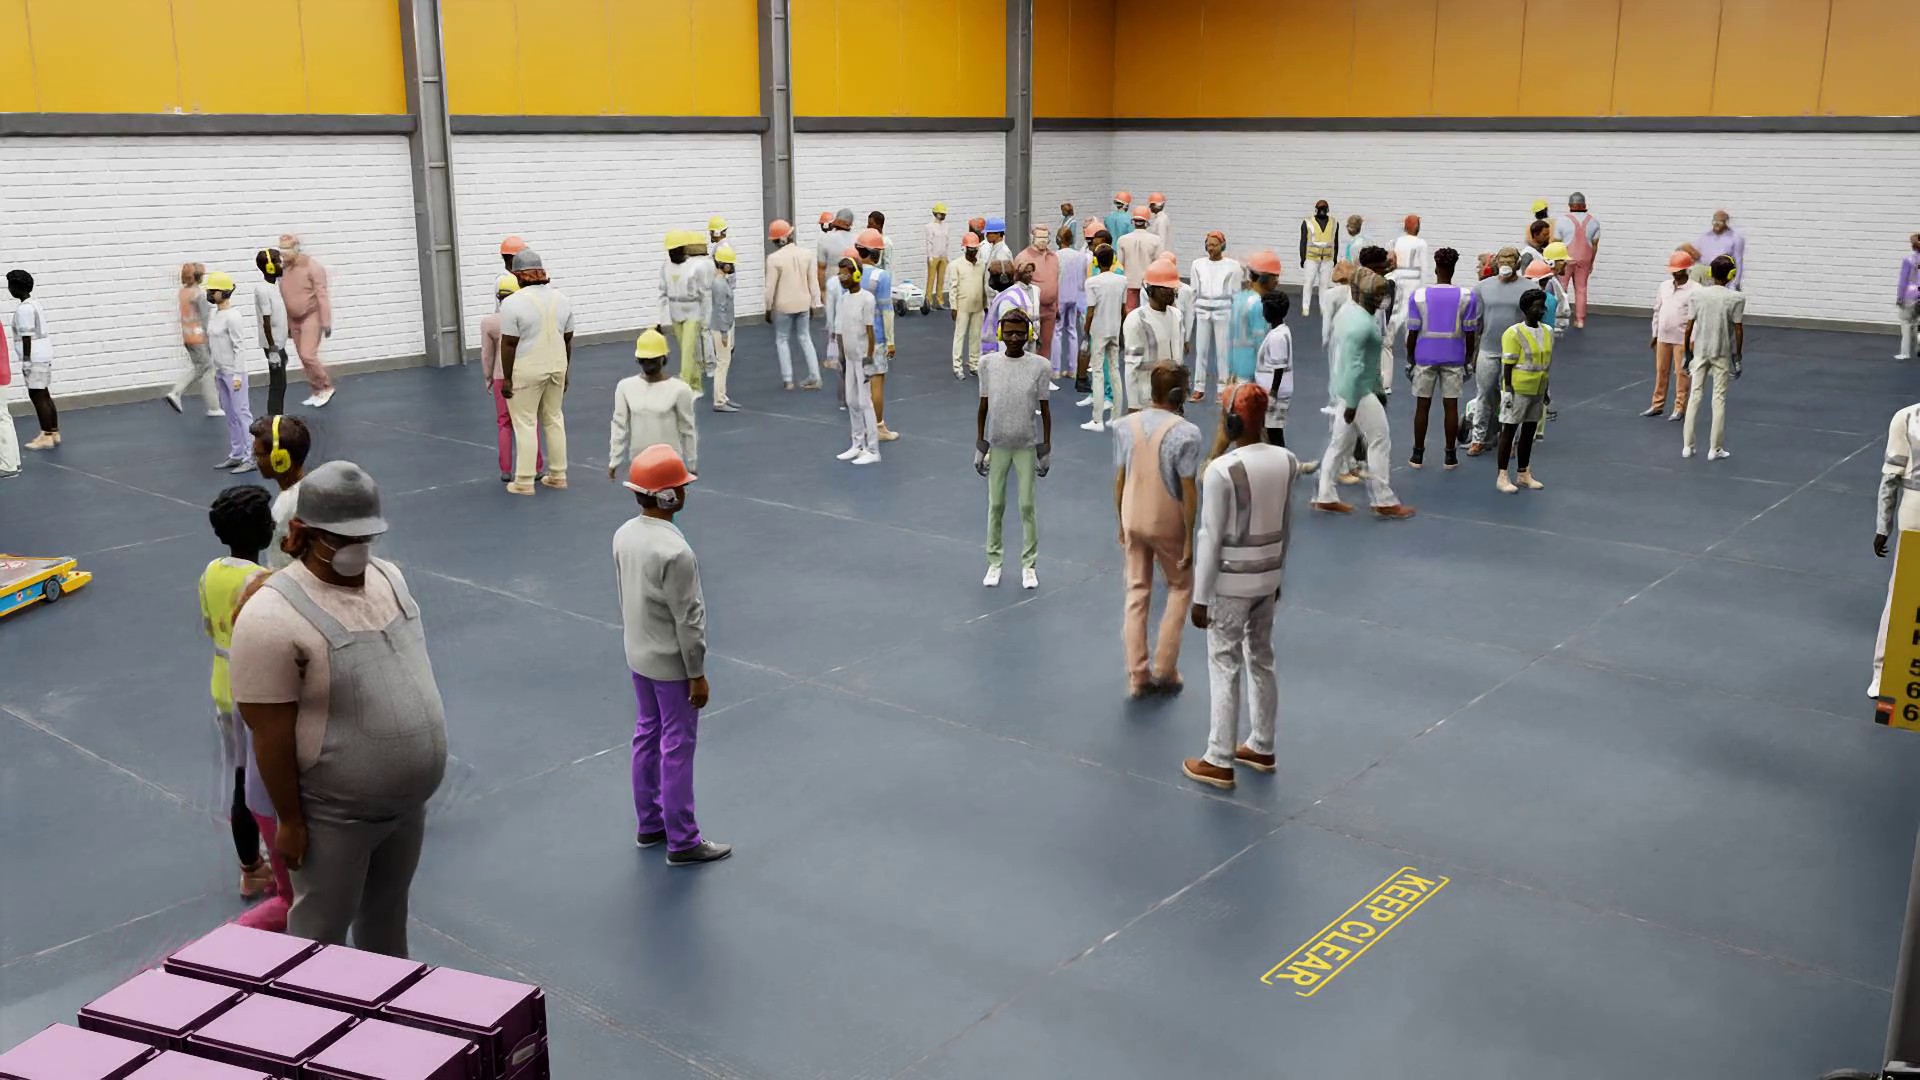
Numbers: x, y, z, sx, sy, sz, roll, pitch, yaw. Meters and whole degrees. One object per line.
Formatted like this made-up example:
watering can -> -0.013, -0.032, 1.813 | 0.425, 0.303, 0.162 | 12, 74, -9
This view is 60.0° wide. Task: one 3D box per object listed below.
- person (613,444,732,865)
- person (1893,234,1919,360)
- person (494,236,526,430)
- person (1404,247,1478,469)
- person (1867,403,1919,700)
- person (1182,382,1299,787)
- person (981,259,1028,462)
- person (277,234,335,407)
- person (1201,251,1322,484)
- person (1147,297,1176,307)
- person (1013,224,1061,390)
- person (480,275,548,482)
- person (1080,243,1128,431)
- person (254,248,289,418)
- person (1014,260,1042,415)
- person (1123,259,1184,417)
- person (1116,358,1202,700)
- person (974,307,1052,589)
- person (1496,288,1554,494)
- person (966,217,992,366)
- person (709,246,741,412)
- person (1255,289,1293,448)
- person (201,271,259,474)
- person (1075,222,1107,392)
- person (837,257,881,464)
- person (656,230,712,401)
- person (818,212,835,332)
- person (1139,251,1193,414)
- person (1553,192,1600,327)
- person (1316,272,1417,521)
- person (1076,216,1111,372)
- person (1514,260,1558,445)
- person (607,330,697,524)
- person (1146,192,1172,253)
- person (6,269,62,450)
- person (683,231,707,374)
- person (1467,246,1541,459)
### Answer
person -> -1.201, 0.471, 6.864 | 0.319, 1.756, 0.563 | -11, 18, -37
person -> 12.365, -3.152, 21.594 | 0.532, 1.630, 0.355 | -4, 15, -14
person -> -4.444, -2.065, 16.663 | 0.392, 1.929, 0.546 | 0, 14, -1
person -> 4.248, -1.605, 14.737 | 0.606, 1.966, 0.367 | 3, 14, 14
person -> 5.121, -0.071, 8.690 | 0.594, 1.924, 0.381 | 6, 15, 23
person -> 1.298, 0.203, 7.682 | 0.595, 1.880, 0.355 | -11, 18, -37
person -> 0.401, -1.622, 15.085 | 0.429, 1.837, 0.624 | 1, 14, 5
person -> -7.059, -2.358, 17.965 | 0.655, 1.873, 0.522 | 8, 16, 28
person -> 2.539, -1.428, 13.998 | 1.063, 1.979, 0.623 | 1, 14, 4
person -> 1.743, -1.392, 14.561 | 0.265, 1.632, 0.507 | -3, 14, -10
person -> 0.910, -2.634, 18.977 | 0.651, 1.905, 0.409 | -12, 19, -40
person -> -3.802, -1.376, 14.231 | 0.533, 1.766, 0.312 | -2, 14, -6
person -> 1.432, -2.016, 16.588 | 0.510, 1.867, 0.329 | -8, 16, -29
person -> -6.480, -1.822, 15.801 | 0.320, 1.871, 0.533 | -3, 14, -14
person -> 0.659, -2.102, 17.388 | 0.307, 1.641, 0.514 | 12, 18, 40
person -> 1.485, -1.082, 12.493 | 0.393, 2.041, 0.614 | 14, 19, 43
person -> 1.060, -0.057, 8.831 | 0.519, 1.822, 0.495 | 9, 17, 32
person -> 0.346, -0.601, 10.950 | 0.510, 1.860, 0.333 | 2, 14, 8
person -> 4.705, -1.239, 13.824 | 0.540, 1.696, 0.316 | -8, 16, -29
person -> 0.264, -3.080, 20.795 | 0.346, 1.885, 0.578 | -2, 14, -7
person -> -2.495, -2.232, 17.677 | 0.342, 1.756, 0.533 | -1, 14, -6
person -> 2.580, -1.205, 13.690 | 0.315, 1.694, 0.541 | 3, 14, 11
person -> -6.423, -1.469, 14.597 | 0.525, 1.772, 0.309 | 13, 19, 43
person -> 1.520, -2.654, 19.016 | 0.388, 1.930, 0.545 | -1, 14, -5
person -> -0.927, -1.619, 15.025 | 0.322, 1.856, 0.529 | -10, 17, -34
person -> -3.074, -2.408, 18.114 | 0.599, 1.878, 0.934 | 7, 16, 25
person -> -1.945, -3.962, 24.589 | 0.333, 1.749, 0.575 | 4, 15, 14
person -> 2.094, -2.070, 17.053 | 0.564, 1.739, 0.352 | -1, 14, -4
person -> 9.219, -4.225, 25.057 | 0.683, 2.000, 0.535 | 0, 14, 0
person -> 3.206, -1.101, 12.831 | 0.886, 1.901, 0.650 | 2, 14, 9
person -> 1.632, -3.035, 20.574 | 0.402, 1.906, 0.652 | -6, 15, -23
person -> 5.462, -1.785, 15.890 | 0.336, 1.749, 0.575 | 11, 18, 38
person -> -2.005, -0.511, 10.879 | 0.529, 1.719, 0.919 | 3, 14, 14
person -> 3.108, -4.450, 26.082 | 0.429, 1.982, 0.615 | 1, 14, 4
person -> -8.745, -1.708, 15.718 | 0.320, 1.686, 0.541 | -4, 15, -17
person -> -3.276, -2.900, 20.365 | 0.295, 1.743, 0.493 | 4, 15, 15
person -> 4.960, -1.715, 15.232 | 0.635, 1.938, 0.359 | 6, 15, 21
